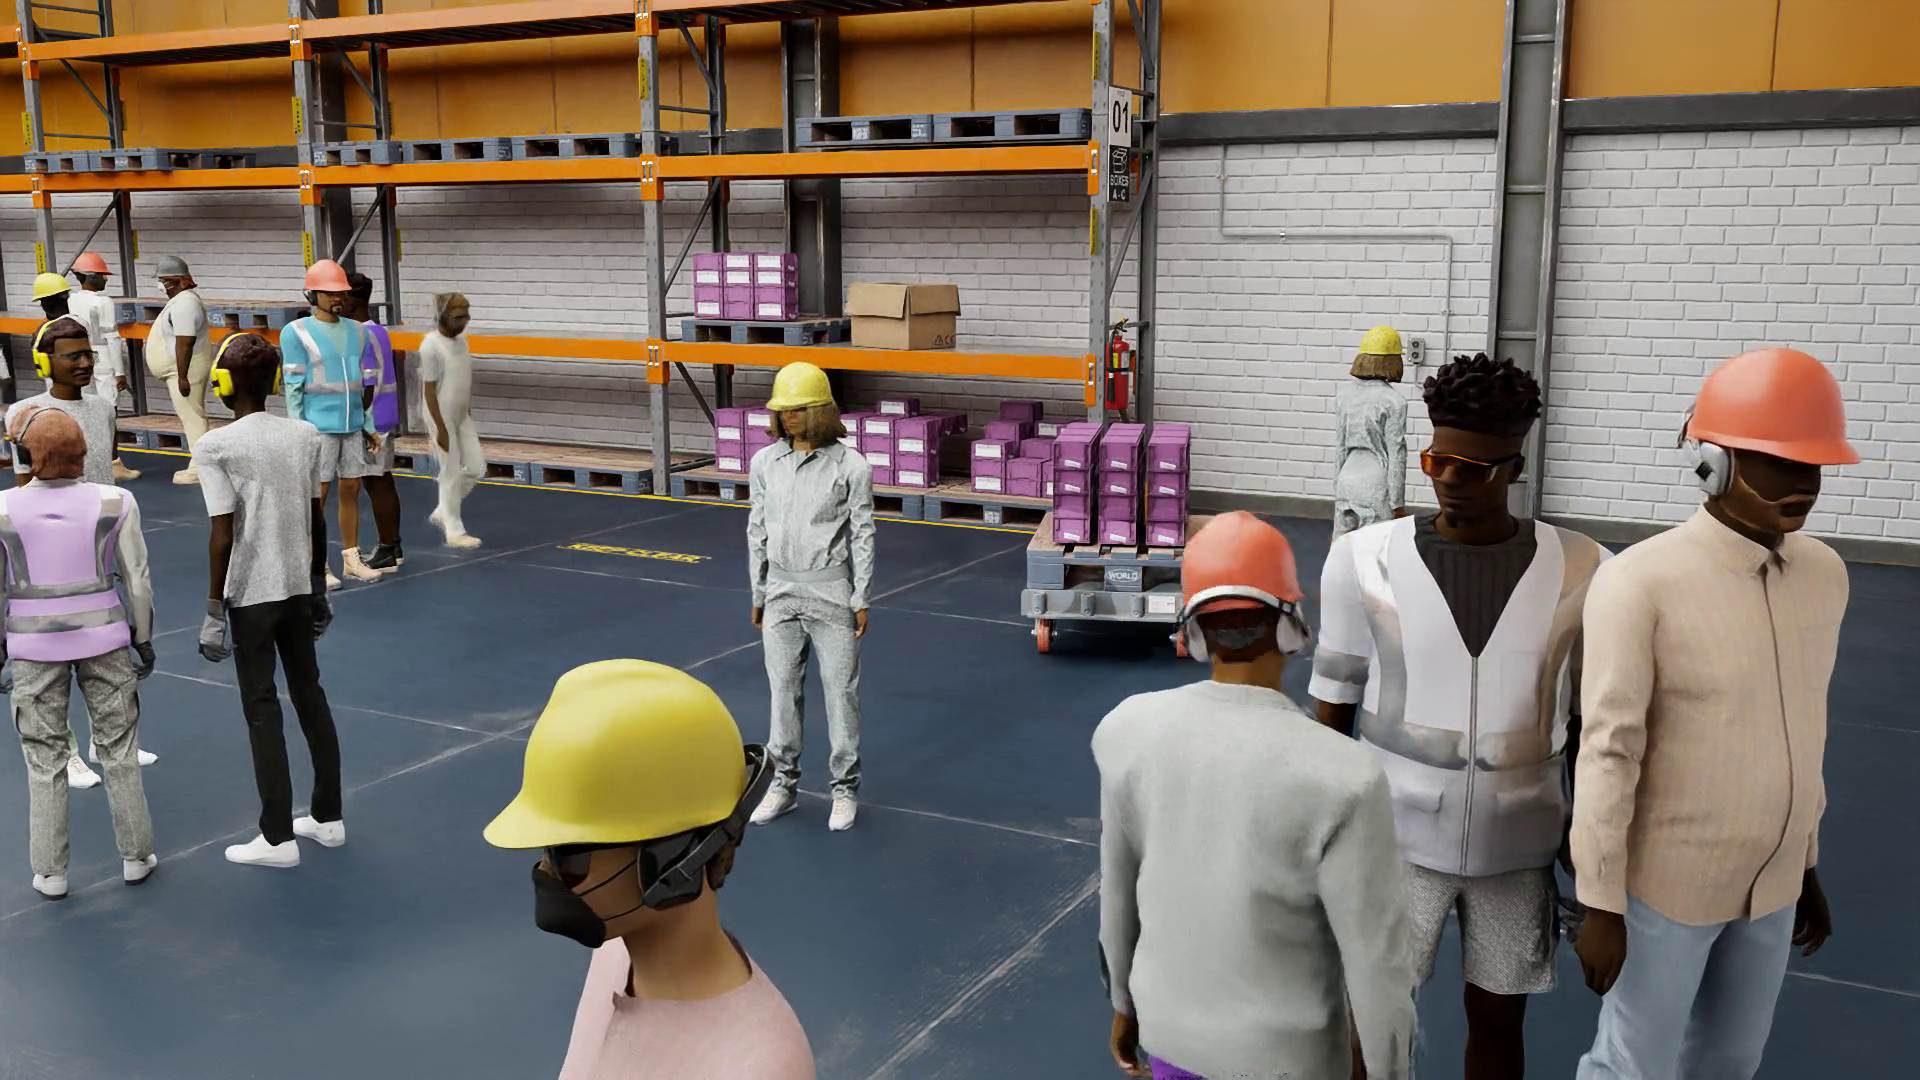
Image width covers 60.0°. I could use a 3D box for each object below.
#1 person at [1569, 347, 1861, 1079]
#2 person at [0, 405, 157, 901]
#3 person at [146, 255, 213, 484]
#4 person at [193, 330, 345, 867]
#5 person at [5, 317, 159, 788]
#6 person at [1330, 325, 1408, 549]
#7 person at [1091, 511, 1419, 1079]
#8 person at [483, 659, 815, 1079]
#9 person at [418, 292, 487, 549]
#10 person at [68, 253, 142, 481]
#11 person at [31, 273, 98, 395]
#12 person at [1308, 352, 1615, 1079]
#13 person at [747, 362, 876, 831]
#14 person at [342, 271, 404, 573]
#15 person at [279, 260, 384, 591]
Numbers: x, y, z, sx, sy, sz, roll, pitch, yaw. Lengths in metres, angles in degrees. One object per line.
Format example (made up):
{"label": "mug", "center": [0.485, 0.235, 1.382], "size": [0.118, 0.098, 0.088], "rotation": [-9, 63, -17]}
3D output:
{"label": "person", "center": [1.417, 0.635, 3.125], "size": [0.623, 1.989, 0.401], "rotation": [-5, 11, -24]}
{"label": "person", "center": [-2.948, 0.373, 5.514], "size": [0.522, 1.645, 0.305], "rotation": [-6, 12, -30]}
{"label": "person", "center": [-6.954, -1.524, 14.828], "size": [0.535, 2.000, 0.683], "rotation": [-4, 11, -19]}
{"label": "person", "center": [-2.418, 0.209, 5.795], "size": [0.317, 1.870, 0.523], "rotation": [5, 12, 27]}
{"label": "person", "center": [-3.534, 0.045, 6.702], "size": [0.328, 1.869, 0.520], "rotation": [3, 11, 18]}
{"label": "person", "center": [2.135, -0.240, 8.638], "size": [0.343, 1.735, 0.484], "rotation": [-6, 12, -30]}
{"label": "person", "center": [0.522, 0.827, 2.818], "size": [0.662, 1.727, 0.322], "rotation": [10, 14, 42]}
{"label": "person", "center": [-0.310, 0.989, 1.806], "size": [0.327, 1.767, 0.533], "rotation": [-6, 12, -28]}
{"label": "person", "center": [-3.535, -0.817, 11.572], "size": [0.441, 1.811, 0.561], "rotation": [3, 11, 17]}
{"label": "person", "center": [-7.723, -1.538, 14.905], "size": [0.605, 2.042, 0.373], "rotation": [4, 11, 19]}
{"label": "person", "center": [-6.699, -1.037, 12.495], "size": [0.380, 1.917, 0.586], "rotation": [-2, 10, -10]}
{"label": "person", "center": [1.017, 0.596, 3.411], "size": [0.612, 1.962, 0.363], "rotation": [2, 11, 11]}
{"label": "person", "center": [-0.556, 0.215, 6.125], "size": [0.488, 1.738, 0.322], "rotation": [3, 11, 16]}
{"label": "person", "center": [-3.858, -0.762, 10.857], "size": [0.367, 1.963, 0.609], "rotation": [-1, 10, -6]}
{"label": "person", "center": [-3.897, -0.715, 10.389], "size": [0.374, 2.044, 0.605], "rotation": [7, 12, 33]}
